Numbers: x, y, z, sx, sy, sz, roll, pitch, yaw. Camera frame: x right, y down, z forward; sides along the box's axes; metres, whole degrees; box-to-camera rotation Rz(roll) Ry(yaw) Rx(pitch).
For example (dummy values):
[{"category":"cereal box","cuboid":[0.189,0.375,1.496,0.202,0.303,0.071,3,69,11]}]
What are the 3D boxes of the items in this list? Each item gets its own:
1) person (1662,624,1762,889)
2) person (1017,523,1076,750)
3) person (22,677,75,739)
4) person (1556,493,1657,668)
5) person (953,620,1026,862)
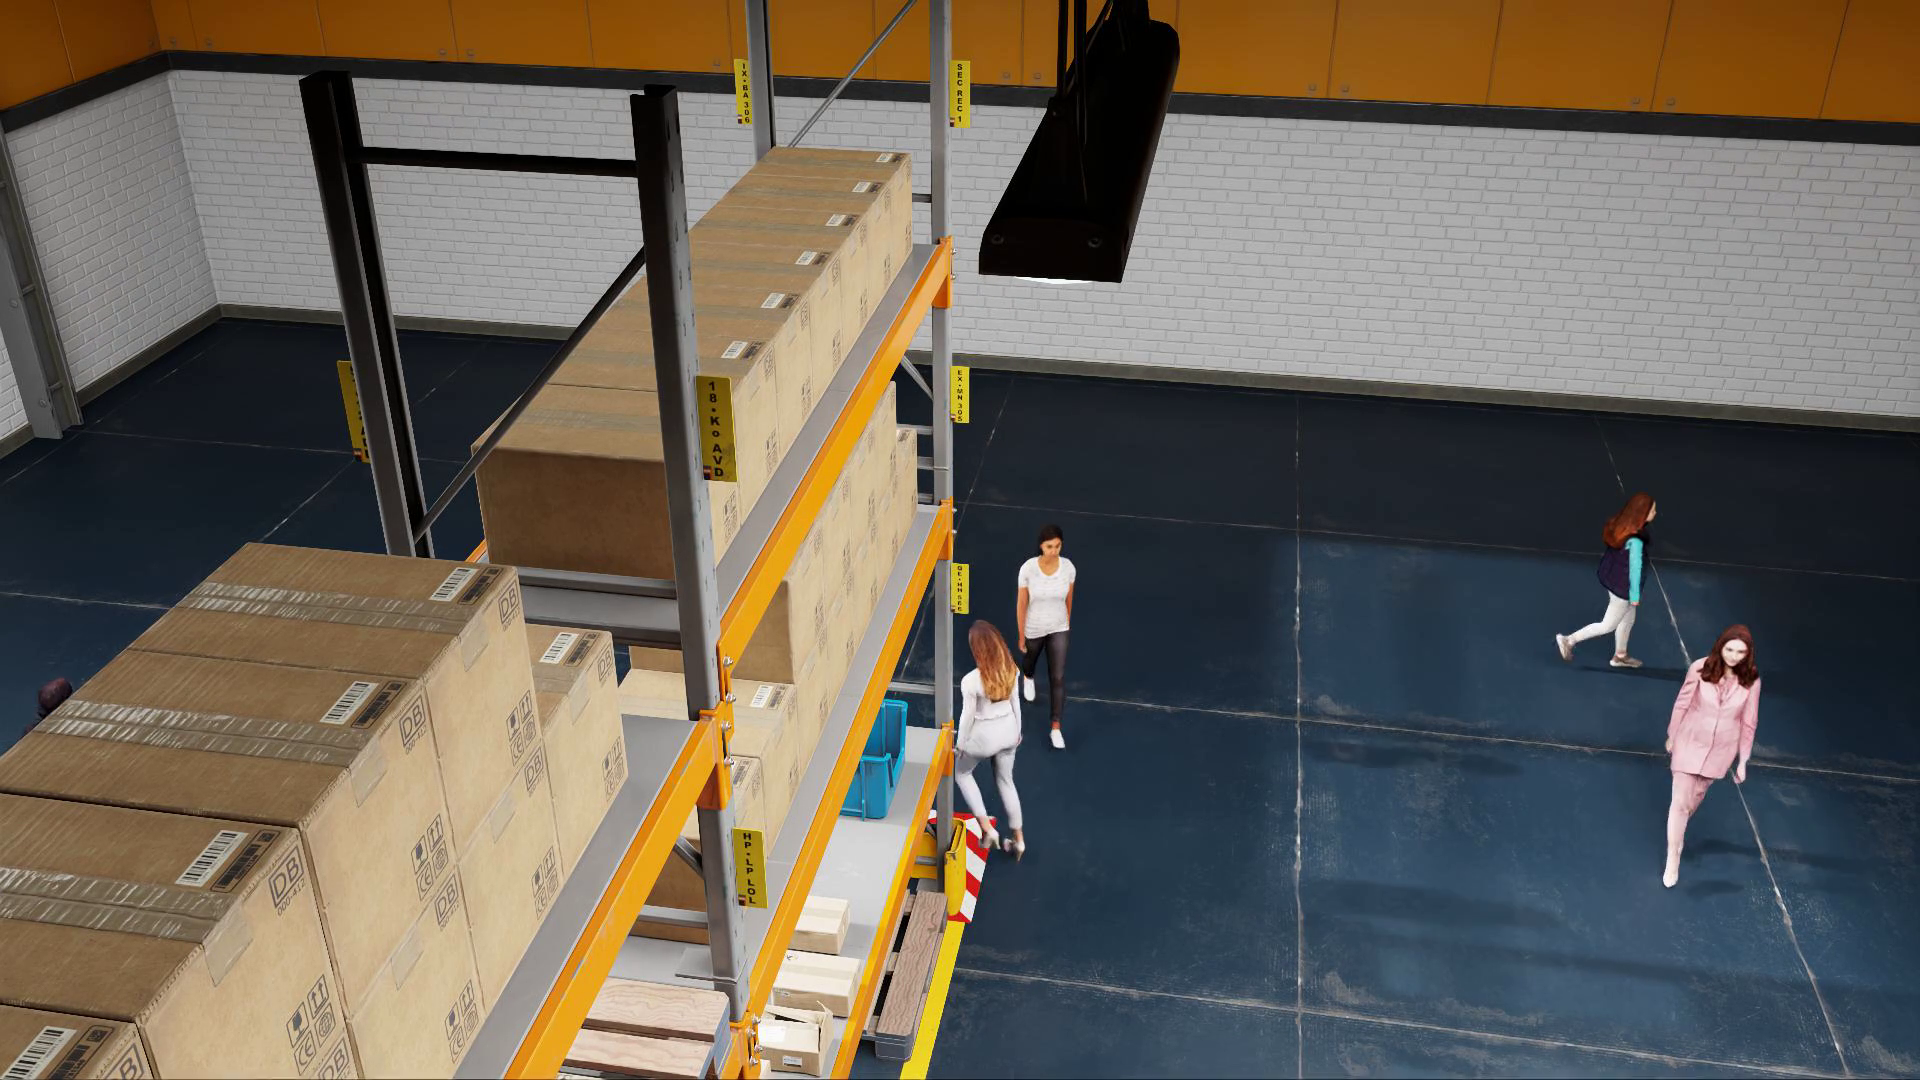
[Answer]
[{"category":"person","cuboid":[4.711,1.264,10.503,0.709,1.775,0.956,8,30,15]},{"category":"person","cuboid":[0.575,0.599,11.903,0.765,1.601,1.172,-2,29,-4]},{"category":"person","cuboid":[-5.239,1.630,9.859,0.712,1.749,0.834,3,29,5]},{"category":"person","cuboid":[4.926,0.329,12.520,0.680,1.485,0.850,7,29,13]},{"category":"person","cuboid":[0.230,1.330,10.417,0.772,1.742,0.832,-17,33,-28]}]
